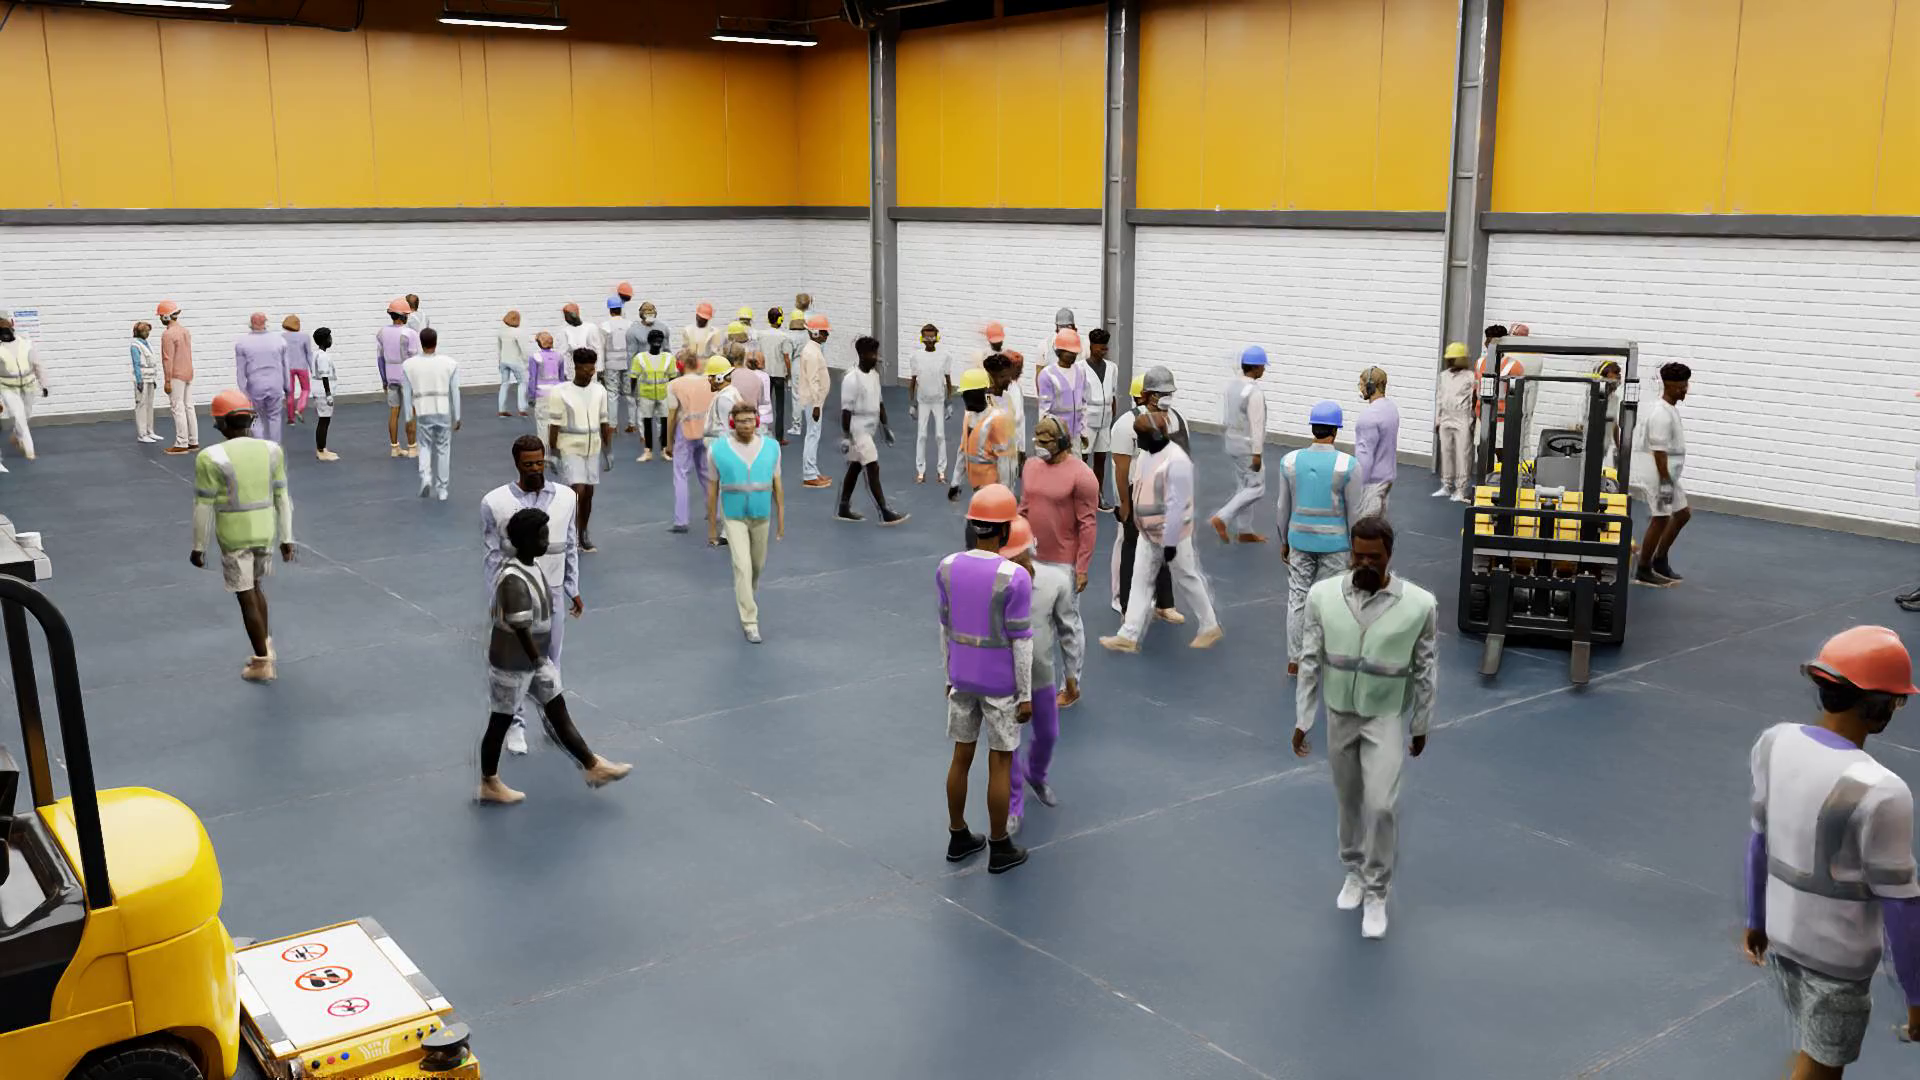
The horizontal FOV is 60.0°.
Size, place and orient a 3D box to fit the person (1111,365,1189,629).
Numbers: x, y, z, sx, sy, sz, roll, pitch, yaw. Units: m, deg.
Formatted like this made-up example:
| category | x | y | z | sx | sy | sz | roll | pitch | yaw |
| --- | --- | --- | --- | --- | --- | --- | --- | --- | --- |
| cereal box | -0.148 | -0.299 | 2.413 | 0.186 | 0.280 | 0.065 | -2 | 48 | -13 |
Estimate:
| category | x | y | z | sx | sy | sz | roll | pitch | yaw |
| --- | --- | --- | --- | --- | --- | --- | --- | --- | --- |
| person | 1.530 | -0.331 | 12.834 | 0.673 | 2.000 | 0.535 | -7 | 13 | -29 |

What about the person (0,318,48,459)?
| category | x | y | z | sx | sy | sz | roll | pitch | yaw |
| --- | --- | --- | --- | --- | --- | --- | --- | --- | --- |
| person | -12.117 | -1.954 | 21.302 | 0.898 | 1.805 | 0.654 | 10 | 15 | 41 |

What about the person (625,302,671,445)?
| category | x | y | z | sx | sy | sz | roll | pitch | yaw |
| --- | --- | --- | --- | --- | --- | --- | --- | --- | --- |
| person | -4.152 | -2.224 | 22.266 | 0.636 | 1.928 | 0.383 | -8 | 14 | -35 |

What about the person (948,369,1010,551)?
| category | x | y | z | sx | sy | sz | roll | pitch | yaw |
| --- | --- | --- | --- | --- | --- | --- | --- | --- | --- |
| person | 0.099 | -0.461 | 13.814 | 0.788 | 1.895 | 0.598 | -5 | 13 | -21 |

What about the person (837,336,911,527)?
| category | x | y | z | sx | sy | sz | roll | pitch | yaw |
| --- | --- | --- | --- | --- | --- | --- | --- | --- | --- |
| person | -0.865 | -1.096 | 16.833 | 0.967 | 1.918 | 0.615 | 4 | 12 | 19 |

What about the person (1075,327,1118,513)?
| category | x | y | z | sx | sy | sz | roll | pitch | yaw |
| --- | --- | --- | --- | --- | --- | --- | --- | --- | --- |
| person | 1.410 | -1.241 | 17.425 | 0.603 | 1.959 | 0.375 | -7 | 14 | -30 |

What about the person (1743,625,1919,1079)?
| category | x | y | z | sx | sy | sz | roll | pitch | yaw |
| --- | --- | --- | --- | --- | --- | --- | --- | --- | --- |
| person | 2.771 | 1.258 | 5.204 | 0.566 | 2.024 | 0.657 | -1 | 12 | -7 |

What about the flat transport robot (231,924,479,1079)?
| category | x | y | z | sx | sy | sz | roll | pitch | yaw |
| --- | --- | --- | --- | --- | --- | --- | --- | --- | --- |
| flat transport robot | -2.479 | 1.852 | 6.587 | 0.652 | 0.197 | 1.431 | -8 | 14 | -35 |

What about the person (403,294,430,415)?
| category | x | y | z | sx | sy | sz | roll | pitch | yaw |
| --- | --- | --- | --- | --- | --- | --- | --- | --- | --- |
| person | -8.295 | -2.829 | 25.371 | 0.345 | 1.847 | 0.508 | 5 | 13 | 25 |

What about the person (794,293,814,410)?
| category | x | y | z | sx | sy | sz | roll | pitch | yaw |
| --- | --- | --- | --- | --- | --- | --- | --- | --- | --- |
| person | -2.403 | -2.919 | 25.833 | 0.406 | 1.834 | 0.542 | 0 | 12 | -2 |

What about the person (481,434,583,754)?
| category | x | y | z | sx | sy | sz | roll | pitch | yaw |
| --- | --- | --- | --- | --- | --- | --- | --- | --- | --- |
| person | -2.574 | 0.309 | 10.041 | 0.590 | 1.919 | 0.396 | -8 | 14 | -35 |

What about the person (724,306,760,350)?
| category | x | y | z | sx | sy | sz | roll | pitch | yaw |
| --- | --- | --- | --- | --- | --- | --- | --- | --- | --- |
| person | -2.970 | -2.327 | 23.042 | 0.589 | 1.816 | 0.506 | 3 | 12 | 13 |

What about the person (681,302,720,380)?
| category | x | y | z | sx | sy | sz | roll | pitch | yaw |
| --- | --- | --- | --- | --- | --- | --- | --- | --- | --- |
| person | -3.551 | -2.321 | 22.787 | 0.576 | 1.898 | 0.480 | 3 | 12 | 12 |

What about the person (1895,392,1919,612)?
| category | x | y | z | sx | sy | sz | roll | pitch | yaw |
| --- | --- | --- | --- | --- | --- | --- | --- | --- | --- |
| person | 7.790 | -0.378 | 13.351 | 0.383 | 1.930 | 0.540 | 5 | 13 | 25 |

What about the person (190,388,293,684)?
| category | x | y | z | sx | sy | sz | roll | pitch | yaw |
| --- | --- | --- | --- | --- | --- | --- | --- | --- | --- |
| person | -4.960 | -0.026 | 11.392 | 0.630 | 2.025 | 0.610 | 7 | 14 | 31 |

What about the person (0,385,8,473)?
| category | x | y | z | sx | sy | sz | roll | pitch | yaw |
| --- | --- | --- | --- | --- | --- | --- | --- | --- | --- |
| person | -11.726 | -1.649 | 19.919 | 0.287 | 1.746 | 0.487 | 10 | 16 | 41 |

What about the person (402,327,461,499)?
| category | x | y | z | sx | sy | sz | roll | pitch | yaw |
| --- | --- | --- | --- | --- | --- | --- | --- | --- | --- |
| person | -5.774 | -1.378 | 18.237 | 0.586 | 1.903 | 0.436 | -3 | 12 | -12 |

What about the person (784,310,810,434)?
| category | x | y | z | sx | sy | sz | roll | pitch | yaw |
| --- | --- | --- | --- | --- | --- | --- | --- | --- | --- |
| person | -2.254 | -2.354 | 23.350 | 0.484 | 1.735 | 0.309 | -8 | 14 | -33 |

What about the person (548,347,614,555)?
| category | x | y | z | sx | sy | sz | roll | pitch | yaw |
| --- | --- | --- | --- | --- | --- | --- | --- | --- | --- |
| person | -3.492 | -0.822 | 15.433 | 0.488 | 1.943 | 0.635 | 11 | 16 | 43 |

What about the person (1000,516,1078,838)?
| category | x | y | z | sx | sy | sz | roll | pitch | yaw |
| --- | --- | --- | --- | --- | --- | --- | --- | --- | --- |
| person | 0.313 | 0.675 | 8.756 | 0.587 | 1.725 | 0.623 | -1 | 12 | -6 |

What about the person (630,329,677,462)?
| category | x | y | z | sx | sy | sz | roll | pitch | yaw |
| --- | --- | --- | --- | --- | --- | --- | --- | --- | --- |
| person | -3.819 | -1.793 | 20.775 | 0.584 | 1.691 | 0.377 | -3 | 12 | -14 |

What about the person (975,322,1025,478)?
| category | x | y | z | sx | sy | sz | roll | pitch | yaw |
| --- | --- | --- | --- | --- | --- | --- | --- | --- | --- |
| person | 0.431 | -1.651 | 19.685 | 0.582 | 1.871 | 0.915 | -8 | 14 | -33 |

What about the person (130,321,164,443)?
| category | x | y | z | sx | sy | sz | roll | pitch | yaw |
| --- | --- | --- | --- | --- | --- | --- | --- | --- | --- |
| person | -11.053 | -2.141 | 22.558 | 0.313 | 1.636 | 0.517 | -1 | 12 | -5 |

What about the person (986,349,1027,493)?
| category | x | y | z | sx | sy | sz | roll | pitch | yaw |
| --- | --- | --- | --- | --- | --- | --- | --- | --- | --- |
| person | 0.397 | -0.895 | 15.981 | 0.459 | 1.865 | 0.597 | 9 | 15 | 38 |

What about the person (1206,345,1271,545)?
| category | x | y | z | sx | sy | sz | roll | pitch | yaw |
| --- | --- | --- | --- | --- | --- | --- | --- | --- | --- |
| person | 2.661 | -0.873 | 15.730 | 0.582 | 1.930 | 0.607 | -3 | 12 | -12 |

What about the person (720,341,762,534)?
| category | x | y | z | sx | sy | sz | roll | pitch | yaw |
| --- | --- | --- | --- | --- | --- | --- | --- | --- | --- |
| person | -2.140 | -0.961 | 16.129 | 0.356 | 1.936 | 0.634 | 5 | 13 | 23 |

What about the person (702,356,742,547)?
| category | x | y | z | sx | sy | sz | roll | pitch | yaw |
| --- | --- | --- | --- | --- | --- | --- | --- | --- | --- |
| person | -2.244 | -0.846 | 15.864 | 0.403 | 1.820 | 0.602 | 0 | 12 | -2 |

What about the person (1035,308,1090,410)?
| category | x | y | z | sx | sy | sz | roll | pitch | yaw |
| --- | --- | --- | --- | --- | --- | --- | --- | --- | --- |
| person | 1.218 | -1.688 | 19.386 | 0.682 | 2.000 | 0.537 | 1 | 12 | 3 |

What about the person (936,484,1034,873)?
| category | x | y | z | sx | sy | sz | roll | pitch | yaw |
| --- | --- | --- | --- | --- | --- | --- | --- | --- | --- |
| person | 0.143 | 0.680 | 8.223 | 0.543 | 1.931 | 0.387 | 9 | 14 | 36 |

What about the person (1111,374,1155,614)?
| category | x | y | z | sx | sy | sz | roll | pitch | yaw |
| --- | --- | --- | --- | --- | --- | --- | --- | --- | --- |
| person | 1.444 | -0.367 | 13.284 | 0.590 | 1.926 | 0.388 | -11 | 16 | -43 |

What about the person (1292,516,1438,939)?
| category | x | y | z | sx | sy | sz | roll | pitch | yaw |
| --- | --- | --- | --- | --- | --- | --- | --- | --- | --- |
| person | 1.816 | 0.846 | 7.567 | 0.587 | 1.869 | 0.748 | 6 | 13 | 25 |
